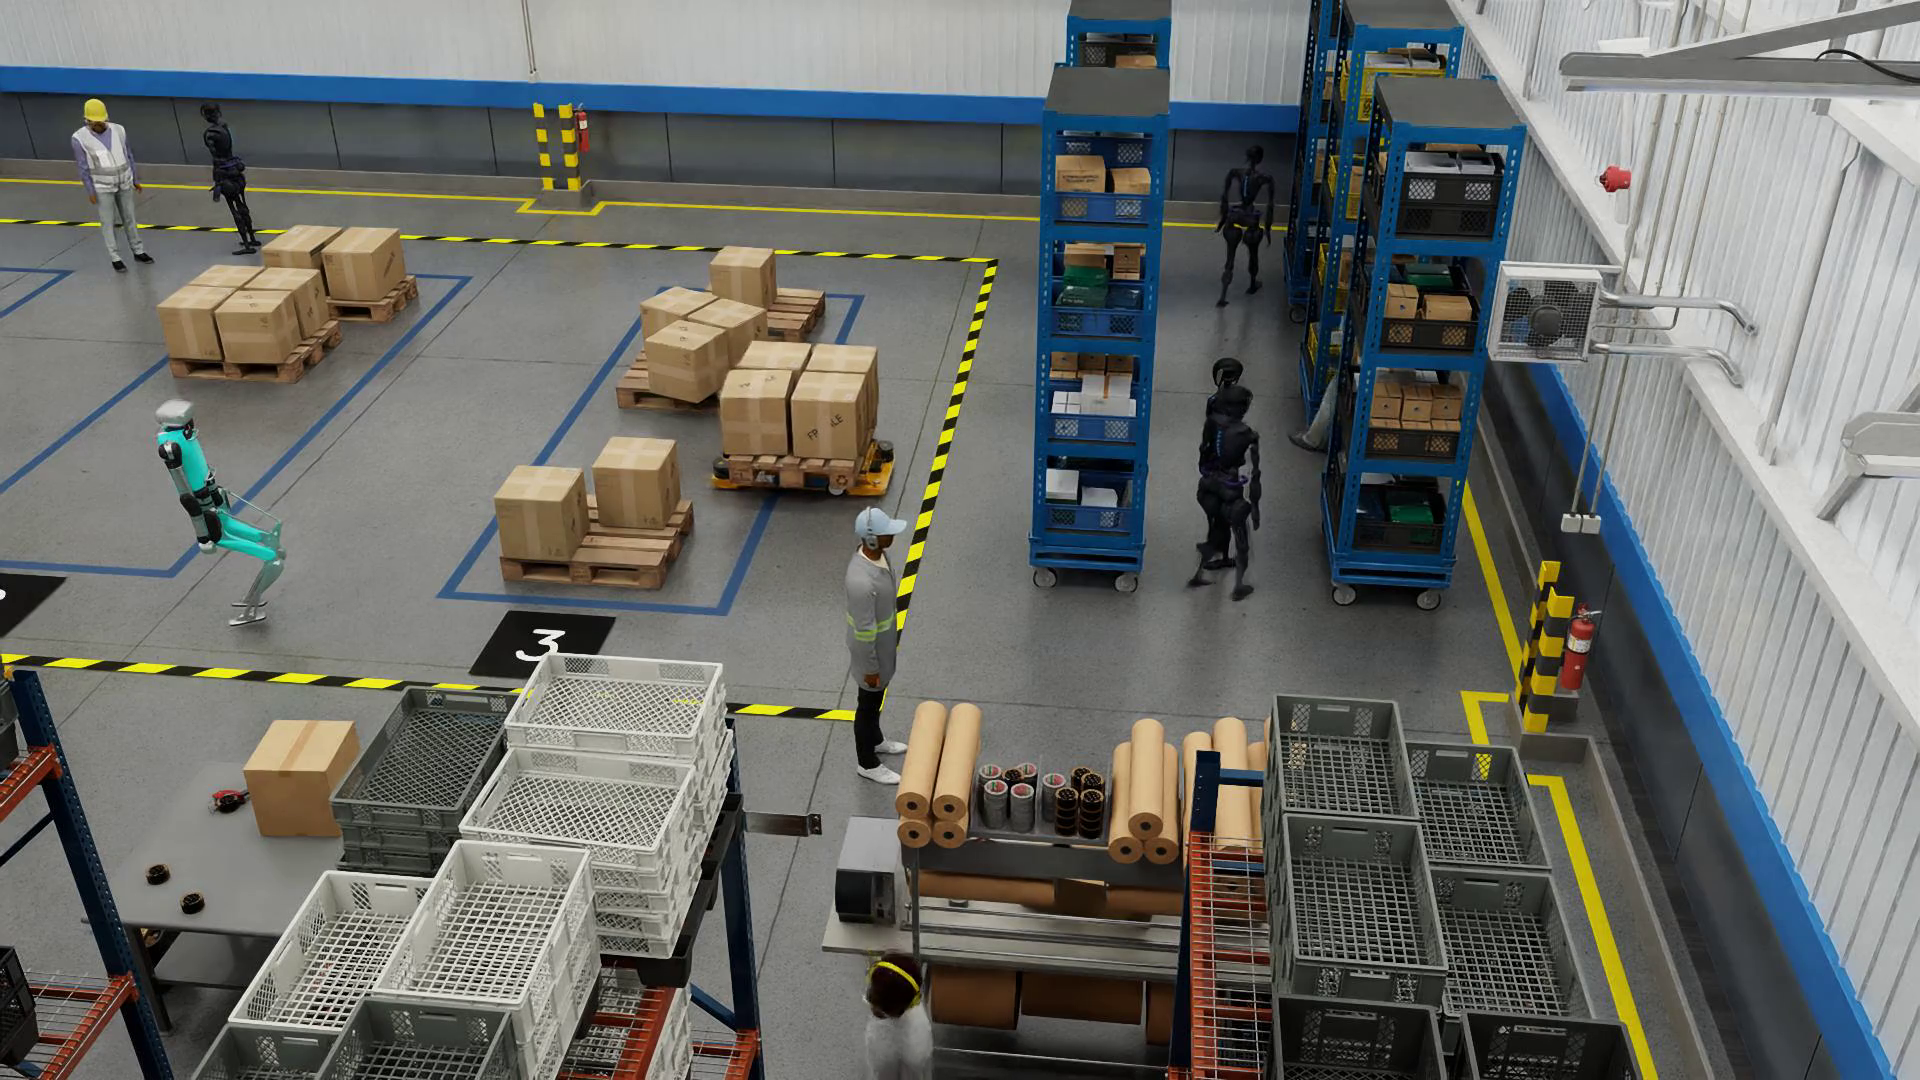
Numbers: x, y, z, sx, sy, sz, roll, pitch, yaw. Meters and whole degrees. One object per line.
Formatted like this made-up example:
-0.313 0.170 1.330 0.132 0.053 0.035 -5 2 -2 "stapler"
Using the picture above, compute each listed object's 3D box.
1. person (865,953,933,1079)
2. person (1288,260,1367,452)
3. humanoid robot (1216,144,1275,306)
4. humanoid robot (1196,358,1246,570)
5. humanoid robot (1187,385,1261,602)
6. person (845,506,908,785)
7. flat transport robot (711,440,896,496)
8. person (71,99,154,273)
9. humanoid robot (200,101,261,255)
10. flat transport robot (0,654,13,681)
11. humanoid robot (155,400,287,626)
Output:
-0.270 2.353 7.089 0.315 1.834 0.688 -7 31 -12 "person"
3.258 -1.439 13.635 1.006 1.790 0.574 26 39 37 "person"
2.871 -3.203 16.830 0.599 1.631 0.789 16 34 25 "humanoid robot"
1.929 -0.570 12.237 0.315 1.657 0.599 0 30 0 "humanoid robot"
1.900 -0.352 11.915 0.318 1.644 0.601 -23 37 -34 "humanoid robot"
-0.497 0.622 10.031 0.368 1.852 0.592 3 30 5 "person"
-1.284 -0.635 13.737 1.431 0.197 0.652 3 30 6 "flat transport robot"
-8.958 -3.763 17.592 0.404 1.822 0.590 22 37 32 "person"
-7.926 -3.924 18.003 0.315 1.653 0.599 -1 30 -2 "humanoid robot"
-7.142 0.969 11.010 1.431 0.231 0.659 3 30 6 "flat transport robot"
-4.975 -0.197 11.419 0.735 1.677 0.533 -6 31 -10 "humanoid robot"
